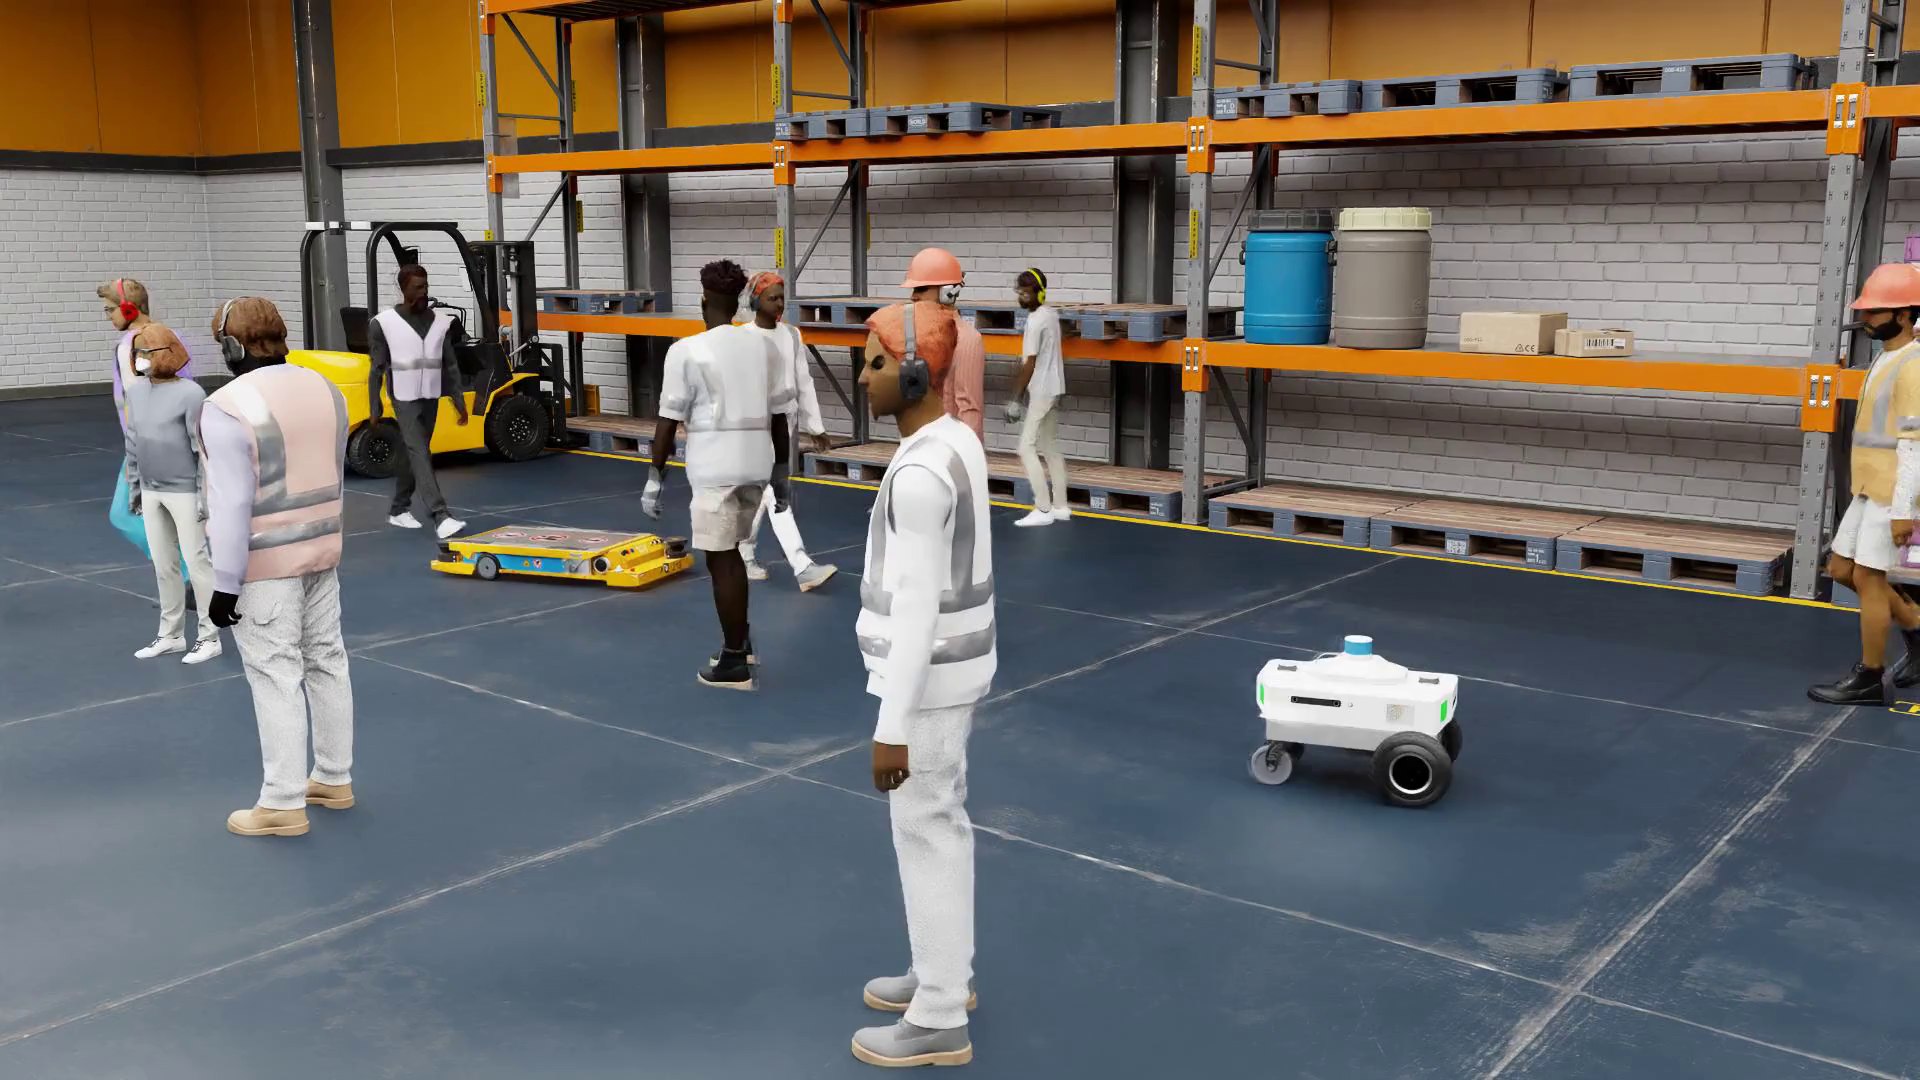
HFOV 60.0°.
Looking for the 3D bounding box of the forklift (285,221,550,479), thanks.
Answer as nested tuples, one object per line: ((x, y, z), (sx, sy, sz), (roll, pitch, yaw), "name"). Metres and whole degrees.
((-4.922, -1.741, 14.854), (1.214, 2.155, 2.313), (8, 13, 38), "forklift")

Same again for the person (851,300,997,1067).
((-0.094, 0.356, 4.101), (0.360, 1.881, 0.583), (1, 10, 7), "person")

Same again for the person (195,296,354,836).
((-2.346, 0.093, 5.692), (0.430, 1.837, 0.623), (3, 11, 17), "person")

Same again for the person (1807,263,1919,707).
((4.011, -0.215, 7.142), (0.514, 1.924, 0.572), (3, 11, 16), "person")

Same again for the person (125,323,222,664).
((-3.791, -0.221, 7.986), (0.508, 1.631, 0.271), (4, 11, 22), "person")

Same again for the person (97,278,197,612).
((-4.317, -0.488, 8.920), (0.442, 1.820, 0.656), (-1, 10, -3), "person")

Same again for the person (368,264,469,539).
((-3.707, -0.955, 11.424), (1.048, 1.858, 0.610), (8, 13, 37), "person")

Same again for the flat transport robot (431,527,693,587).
((-2.409, 0.082, 10.076), (1.431, 0.197, 0.652), (3, 11, 19), "flat transport robot")

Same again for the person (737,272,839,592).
((-1.054, -0.630, 9.688), (0.978, 1.831, 0.579), (7, 13, 35), "person")

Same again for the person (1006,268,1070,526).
((0.590, -1.007, 11.811), (0.364, 1.837, 0.582), (4, 11, 19), "person")

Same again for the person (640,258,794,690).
((-1.093, -0.293, 7.551), (0.567, 1.936, 0.689), (9, 14, 41), "person")

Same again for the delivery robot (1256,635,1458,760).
((1.469, 0.598, 6.176), (0.707, 0.478, 0.477), (4, 11, 21), "delivery robot")

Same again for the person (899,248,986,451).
((-0.090, -0.392, 7.960), (0.406, 1.985, 0.619), (-5, 11, -26), "person")
